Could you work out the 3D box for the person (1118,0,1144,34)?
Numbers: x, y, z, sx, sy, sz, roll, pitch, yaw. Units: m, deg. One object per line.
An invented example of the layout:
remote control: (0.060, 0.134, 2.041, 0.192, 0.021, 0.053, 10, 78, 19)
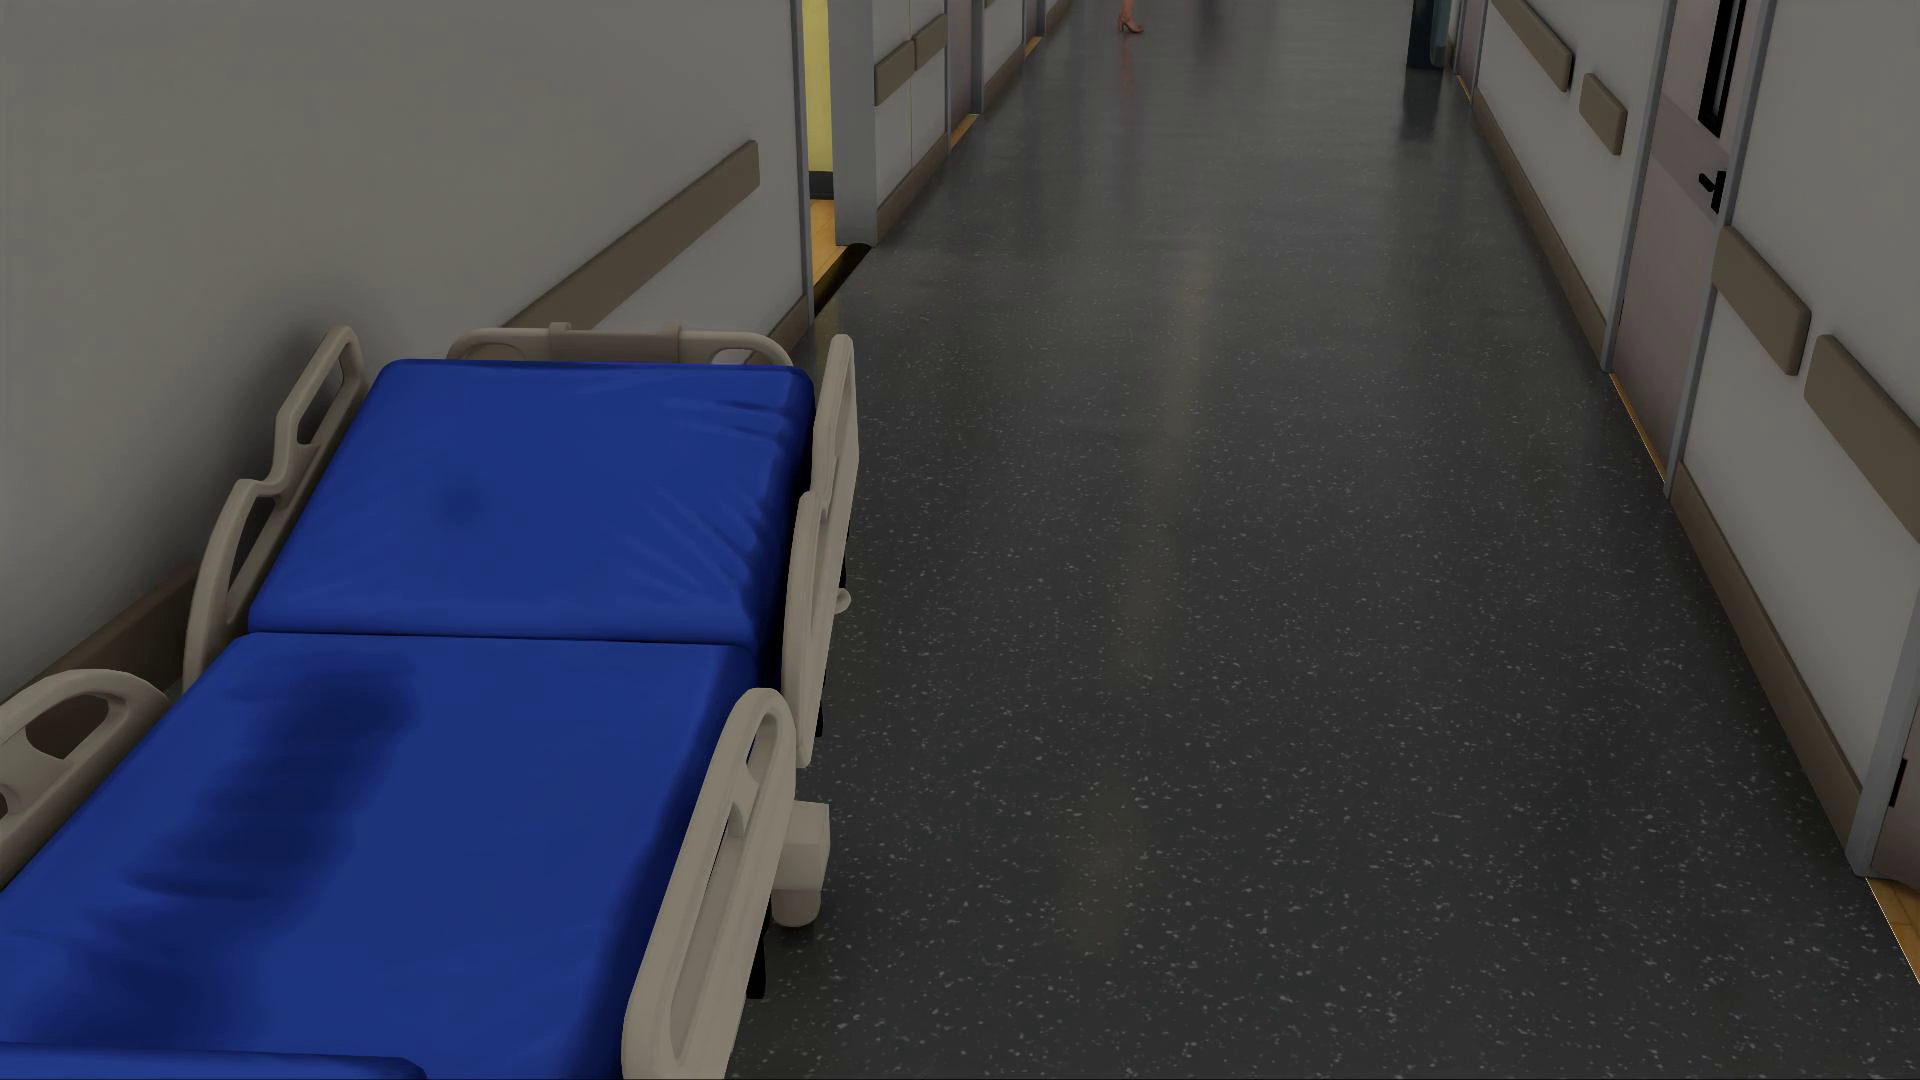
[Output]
person: (1.577, -5.474, 14.872, 0.670, 1.771, 0.690, 1, 26, 1)
